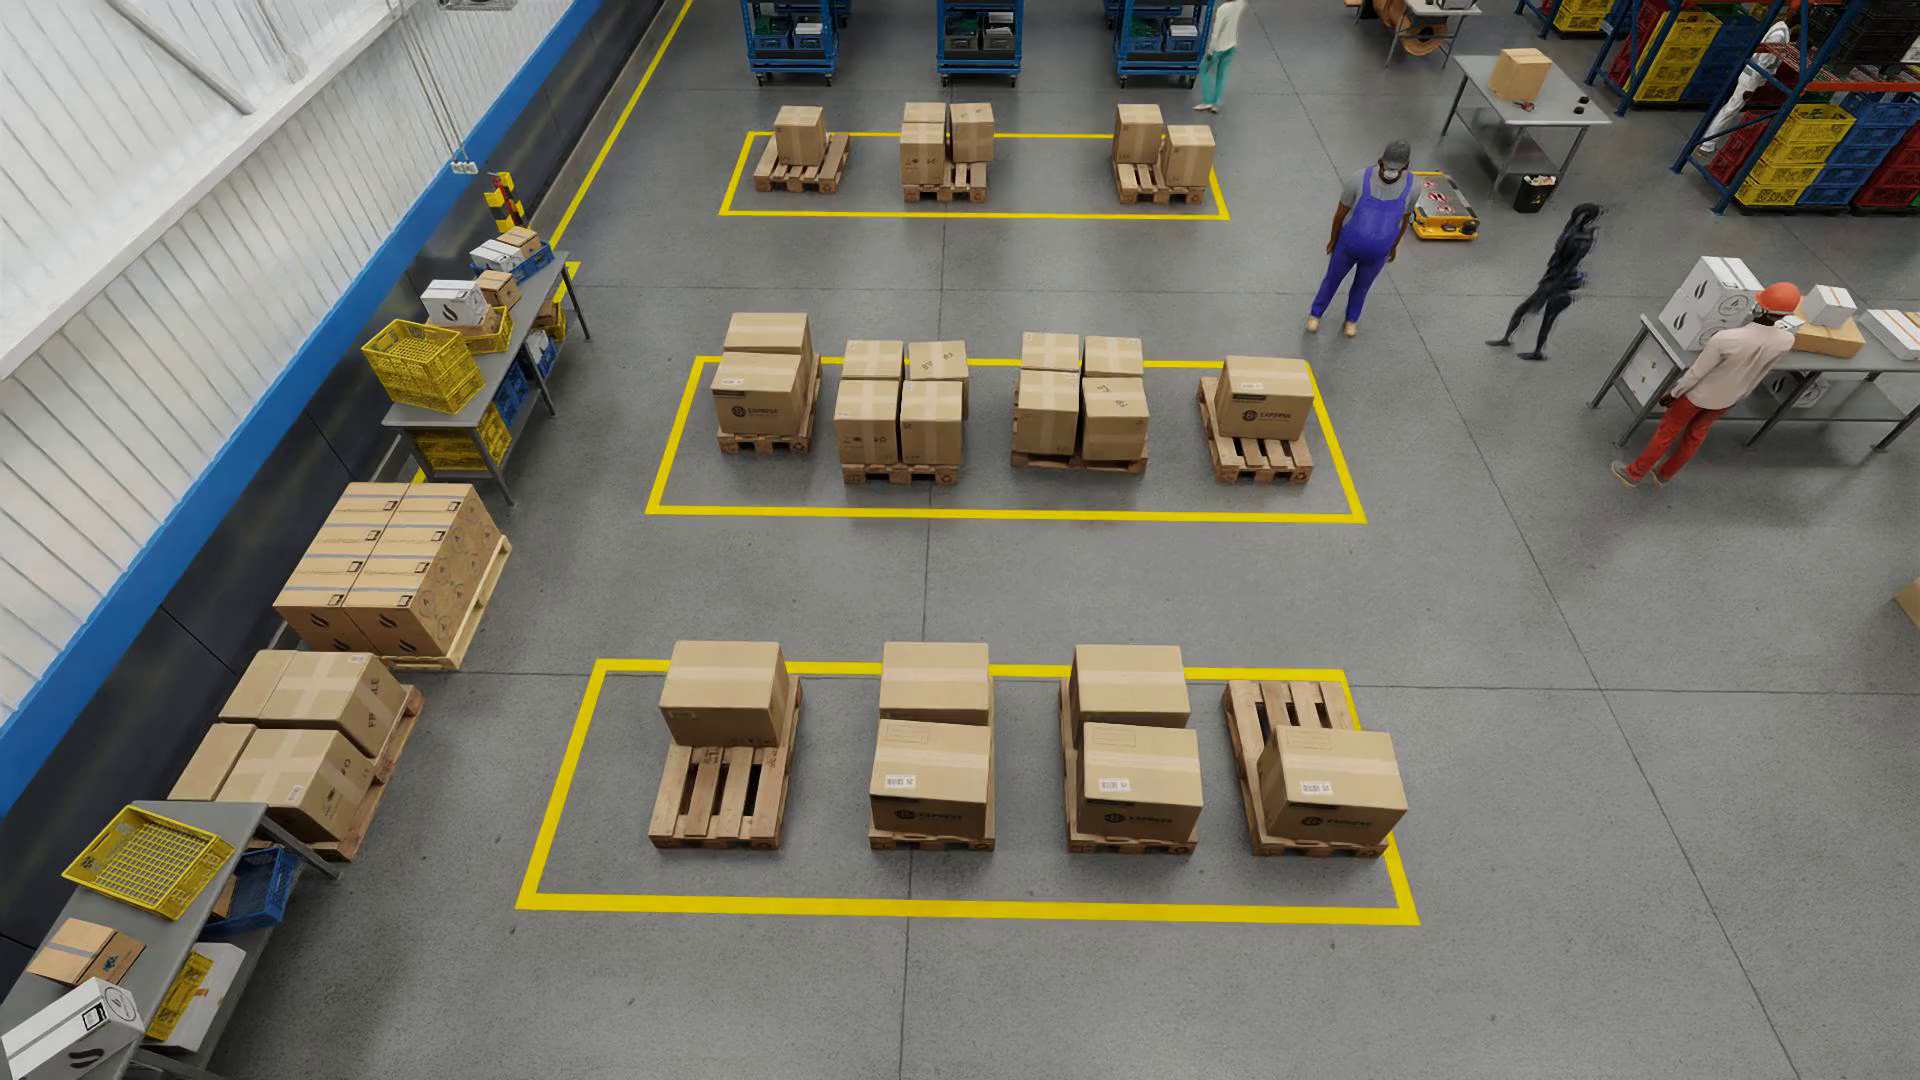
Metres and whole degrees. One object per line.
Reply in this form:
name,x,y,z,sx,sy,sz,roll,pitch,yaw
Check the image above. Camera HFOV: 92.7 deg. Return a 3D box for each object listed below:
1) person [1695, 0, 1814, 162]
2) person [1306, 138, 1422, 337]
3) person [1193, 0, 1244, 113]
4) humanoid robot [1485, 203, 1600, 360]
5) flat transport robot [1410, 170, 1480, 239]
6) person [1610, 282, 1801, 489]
person,9.880,-5.717,11.414,0.355,1.883,0.573,29,55,23
person,3.912,-2.867,8.844,0.685,2.000,0.536,10,50,9
person,3.486,-6.643,12.299,0.542,1.757,0.384,-27,54,-22
humanoid robot,5.616,-2.429,8.714,0.637,1.634,0.602,2,49,2
flat transport robot,5.692,-4.094,11.059,0.652,0.197,1.431,1,49,1
person,6.057,-1.197,7.429,0.610,1.994,0.378,0,49,0
